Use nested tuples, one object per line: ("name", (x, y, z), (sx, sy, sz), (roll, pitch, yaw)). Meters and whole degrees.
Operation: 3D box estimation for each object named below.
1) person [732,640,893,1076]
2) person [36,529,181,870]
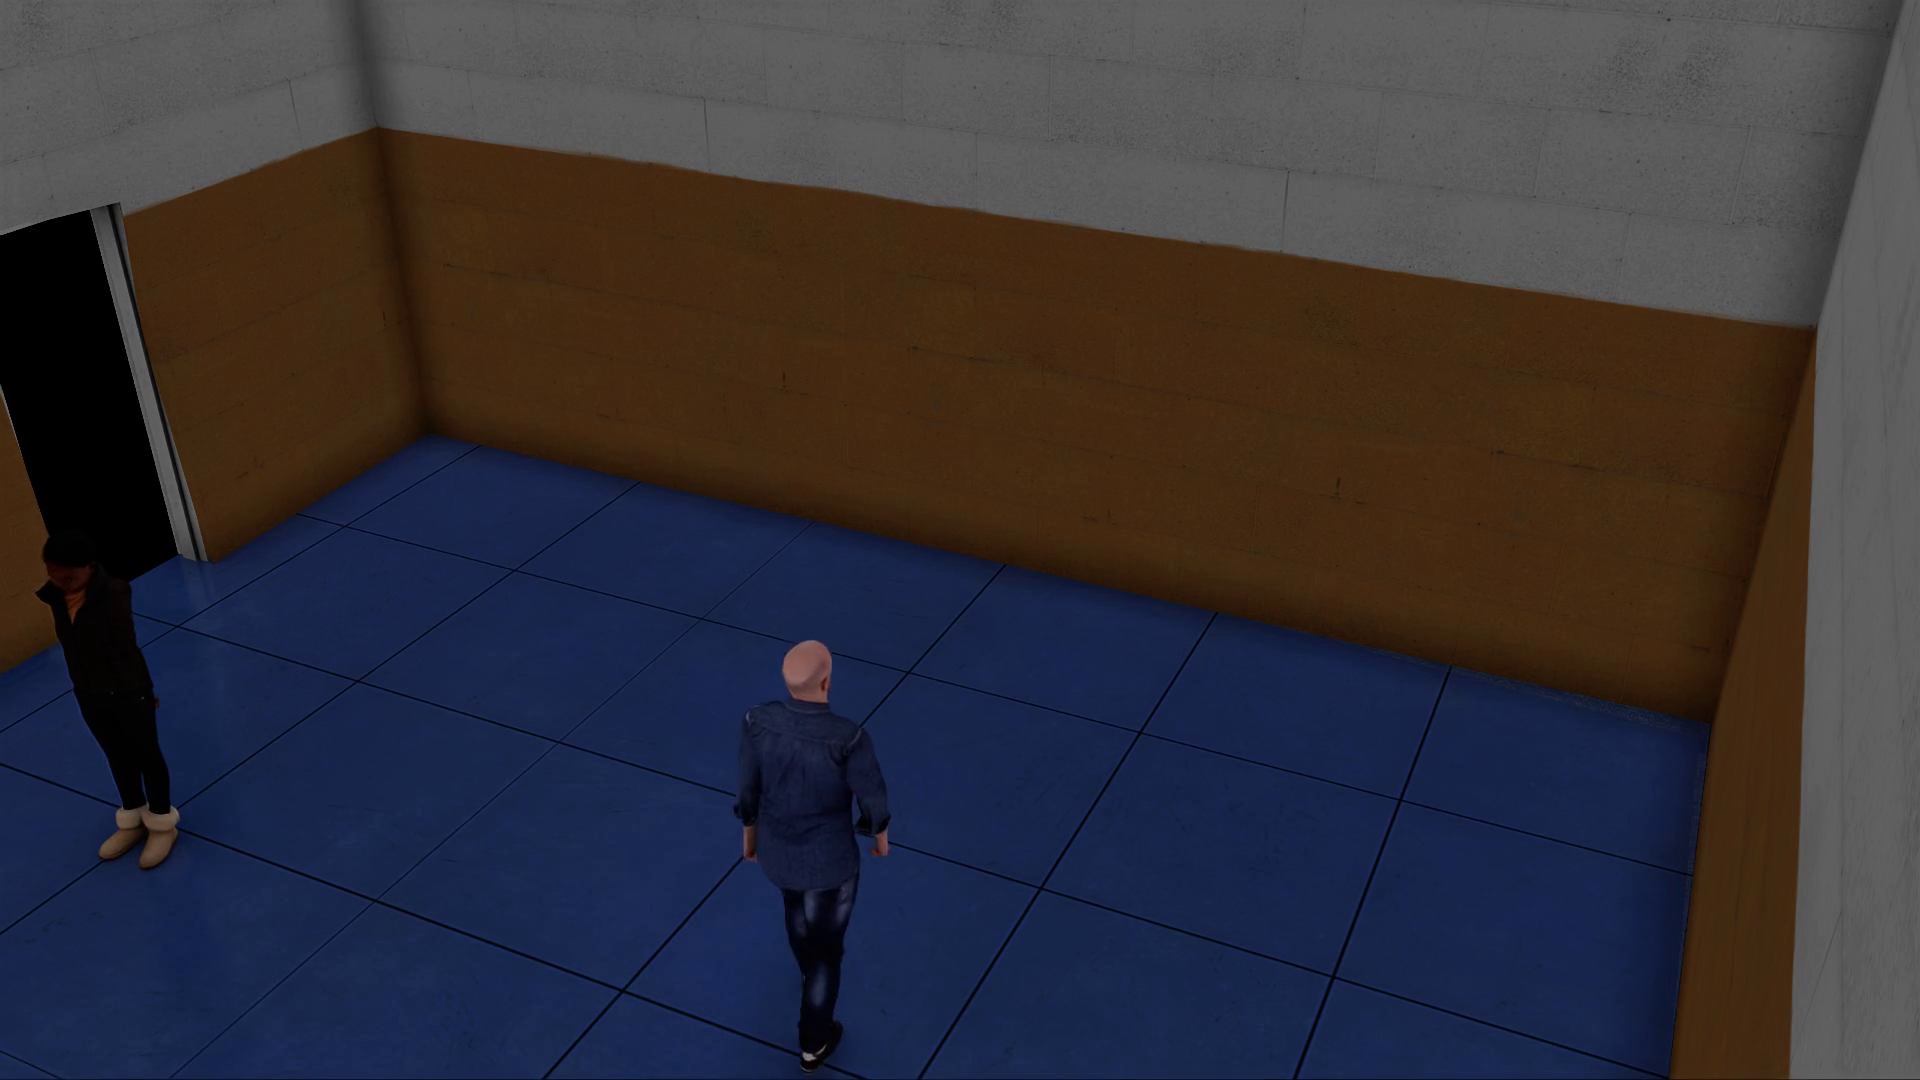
("person", (-0.593, 1.238, 6.238), (0.872, 1.798, 0.857), (9, 30, 16))
("person", (-3.781, 0.661, 7.443), (0.681, 1.654, 0.613), (-23, 36, -36))
